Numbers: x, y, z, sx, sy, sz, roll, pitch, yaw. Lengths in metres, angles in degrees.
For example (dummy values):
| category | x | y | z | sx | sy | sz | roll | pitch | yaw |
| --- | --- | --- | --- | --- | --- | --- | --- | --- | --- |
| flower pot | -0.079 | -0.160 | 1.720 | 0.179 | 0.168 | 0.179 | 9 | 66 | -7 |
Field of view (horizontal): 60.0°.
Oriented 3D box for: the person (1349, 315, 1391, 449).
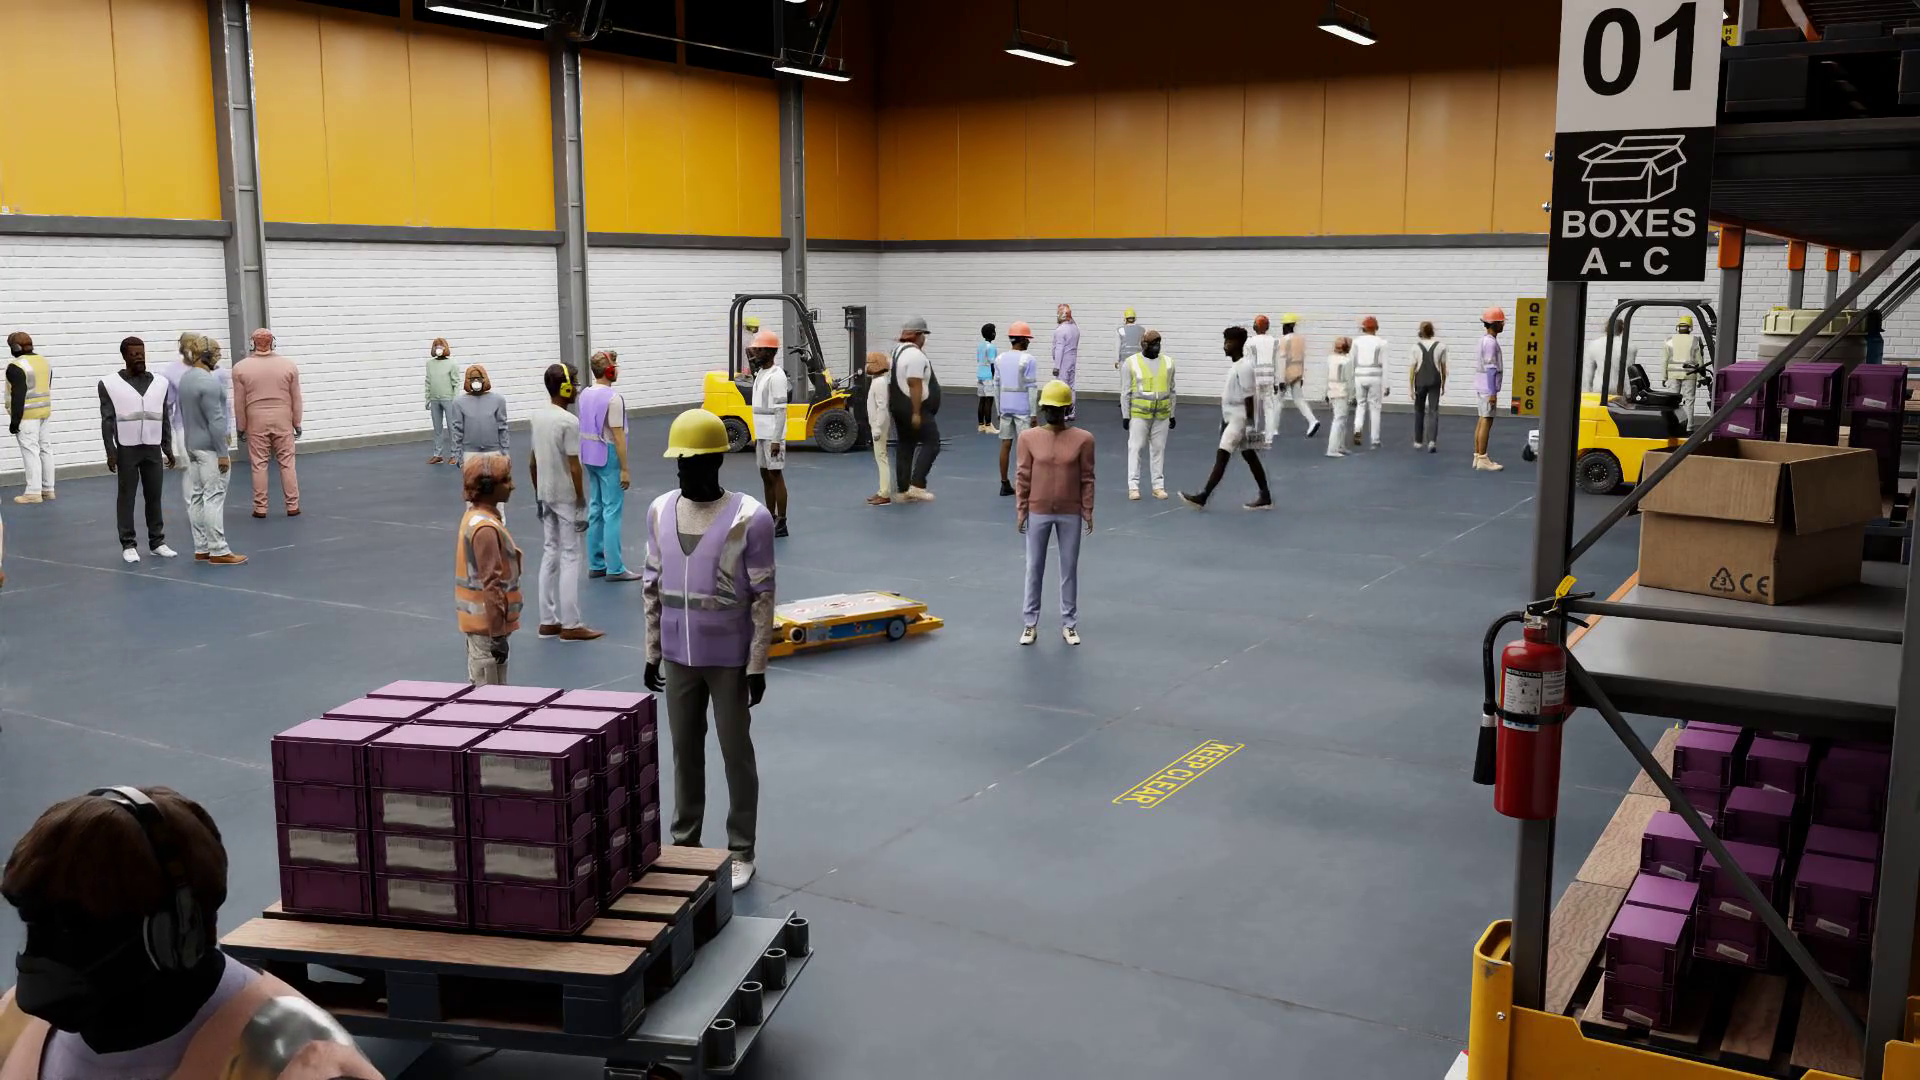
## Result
| category | x | y | z | sx | sy | sz | roll | pitch | yaw |
| --- | --- | --- | --- | --- | --- | --- | --- | --- | --- |
| person | 5.702 | -2.189 | 23.205 | 0.627 | 1.876 | 0.480 | 6 | 11 | 32 |

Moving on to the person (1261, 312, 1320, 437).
| category | x | y | z | sx | sy | sz | roll | pitch | yaw |
| --- | --- | --- | --- | --- | --- | --- | --- | --- | --- |
| person | 5.007 | -2.496 | 25.079 | 0.598 | 1.894 | 0.923 | -7 | 12 | -39 |

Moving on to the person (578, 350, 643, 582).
| category | x | y | z | sx | sy | sz | roll | pitch | yaw |
| --- | --- | --- | --- | --- | --- | --- | --- | --- | --- |
| person | -2.833 | -0.587 | 13.277 | 0.386 | 1.849 | 0.567 | -8 | 12 | -43 |

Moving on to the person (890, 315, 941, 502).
| category | x | y | z | sx | sy | sz | roll | pitch | yaw |
| --- | --- | --- | --- | --- | --- | --- | --- | --- | --- |
| person | -0.481 | -1.408 | 17.809 | 0.542 | 2.000 | 0.708 | -3 | 10 | -21 |

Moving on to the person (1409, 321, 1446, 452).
| category | x | y | z | sx | sy | sz | roll | pitch | yaw |
| --- | --- | --- | --- | --- | --- | --- | --- | --- | --- |
| person | 6.477 | -2.124 | 23.069 | 0.531 | 1.808 | 0.917 | 2 | 9 | 11 |

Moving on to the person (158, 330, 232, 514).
| category | x | y | z | sx | sy | sz | roll | pitch | yaw |
| --- | --- | --- | --- | --- | --- | --- | --- | --- | --- |
| person | -7.301 | -1.045 | 15.907 | 0.632 | 1.926 | 0.517 | -6 | 11 | -33 |

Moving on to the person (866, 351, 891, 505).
| category | x | y | z | sx | sy | sz | roll | pitch | yaw |
| --- | --- | --- | --- | --- | --- | --- | --- | --- | --- |
| person | -0.872 | -1.186 | 17.692 | 0.265 | 1.632 | 0.508 | -1 | 9 | -3 |

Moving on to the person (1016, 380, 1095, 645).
| category | x | y | z | sx | sy | sz | roll | pitch | yaw |
| --- | --- | --- | --- | --- | --- | --- | --- | --- | --- |
| person | 0.631 | -0.177 | 10.987 | 0.526 | 1.765 | 0.329 | 0 | 9 | 1 |

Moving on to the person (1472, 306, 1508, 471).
| category | x | y | z | sx | sy | sz | roll | pitch | yaw |
| --- | --- | --- | --- | --- | --- | --- | --- | --- | --- |
| person | 6.624 | -1.885 | 20.767 | 0.361 | 2.047 | 0.614 | 1 | 9 | 9 |

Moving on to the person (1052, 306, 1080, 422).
| category | x | y | z | sx | sy | sz | roll | pitch | yaw |
| --- | --- | --- | --- | --- | --- | --- | --- | --- | --- |
| person | 1.720 | -2.911 | 27.594 | 0.409 | 1.912 | 0.648 | 5 | 11 | 31 |

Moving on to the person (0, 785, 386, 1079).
| category | x | y | z | sx | sy | sz | roll | pitch | yaw |
| --- | --- | --- | --- | --- | --- | --- | --- | --- | --- |
| person | -1.002 | 1.204 | 2.127 | 0.624 | 1.845 | 0.430 | 4 | 10 | 23 |

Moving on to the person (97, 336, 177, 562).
| category | x | y | z | sx | sy | sz | roll | pitch | yaw |
| --- | --- | --- | --- | --- | --- | --- | --- | --- | --- |
| person | -7.055 | -0.784 | 14.286 | 0.392 | 1.922 | 0.591 | 7 | 11 | 37 |

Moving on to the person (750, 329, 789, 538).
| category | x | y | z | sx | sy | sz | roll | pitch | yaw |
| --- | --- | --- | --- | --- | --- | --- | --- | --- | --- |
| person | -1.792 | -0.989 | 15.501 | 0.344 | 1.942 | 0.548 | -5 | 10 | -27 |

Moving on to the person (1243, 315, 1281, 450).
| category | x | y | z | sx | sy | sz | roll | pitch | yaw |
| --- | --- | --- | --- | --- | --- | --- | --- | --- | --- |
| person | 4.186 | -2.192 | 23.189 | 0.574 | 1.884 | 0.356 | -2 | 9 | -13 |

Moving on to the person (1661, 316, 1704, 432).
| category | x | y | z | sx | sy | sz | roll | pitch | yaw |
| --- | --- | --- | --- | --- | --- | --- | --- | --- | --- |
| person | 10.916 | -2.472 | 25.129 | 0.588 | 1.824 | 0.403 | 6 | 11 | 32 |

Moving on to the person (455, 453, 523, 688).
| category | x | y | z | sx | sy | sz | roll | pitch | yaw |
| --- | --- | --- | --- | --- | --- | --- | --- | --- | --- |
| person | -2.167 | 0.415 | 7.688 | 0.308 | 1.636 | 0.524 | -4 | 10 | -21 |

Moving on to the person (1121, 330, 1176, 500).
| category | x | y | z | sx | sy | sz | roll | pitch | yaw |
| --- | --- | --- | --- | --- | --- | --- | --- | --- | --- |
| person | 2.065 | -1.357 | 18.108 | 0.637 | 1.840 | 0.429 | -2 | 9 | -14 |

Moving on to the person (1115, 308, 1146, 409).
| category | x | y | z | sx | sy | sz | roll | pitch | yaw |
| --- | --- | --- | --- | --- | --- | --- | --- | --- | --- |
| person | 3.087 | -3.296 | 30.229 | 0.590 | 1.836 | 0.404 | -2 | 9 | -11 |

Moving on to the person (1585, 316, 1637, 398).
| category | x | y | z | sx | sy | sz | roll | pitch | yaw |
| --- | --- | --- | --- | --- | --- | --- | --- | --- | --- |
| person | 8.470 | -1.969 | 21.728 | 0.632 | 1.912 | 0.761 | 7 | 11 | 37 |

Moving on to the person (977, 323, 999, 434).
| category | x | y | z | sx | sy | sz | roll | pitch | yaw |
| --- | --- | --- | --- | --- | --- | --- | --- | --- | --- |
| person | 0.433 | -2.469 | 25.501 | 0.319 | 1.697 | 0.533 | -4 | 10 | -22 |

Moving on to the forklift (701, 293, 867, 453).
| category | x | y | z | sx | sy | sz | roll | pitch | yaw |
| --- | --- | --- | --- | --- | --- | --- | --- | --- | --- |
| forklift | -2.458 | -2.344 | 23.176 | 2.313 | 2.155 | 1.214 | 0 | 9 | -2 |

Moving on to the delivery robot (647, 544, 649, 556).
| category | x | y | z | sx | sy | sz | roll | pitch | yaw |
| --- | --- | --- | --- | --- | --- | --- | --- | --- | --- |
| delivery robot | -2.024 | 0.108 | 12.678 | 0.707 | 0.478 | 0.477 | -1 | 9 | -5 |

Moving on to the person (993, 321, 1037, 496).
| category | x | y | z | sx | sy | sz | roll | pitch | yaw |
| --- | --- | --- | --- | --- | --- | --- | --- | --- | --- |
| person | 0.629 | -1.436 | 18.318 | 0.547 | 1.934 | 0.376 | 7 | 11 | 37 |

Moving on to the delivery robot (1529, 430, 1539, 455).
| category | x | y | z | sx | sy | sz | roll | pitch | yaw |
| --- | --- | --- | --- | --- | --- | --- | --- | --- | --- |
| delivery robot | 7.751 | -1.332 | 21.666 | 0.707 | 0.478 | 0.477 | -6 | 11 | -33 |

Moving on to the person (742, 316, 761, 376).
| category | x | y | z | sx | sy | sz | roll | pitch | yaw |
| --- | --- | --- | --- | --- | --- | --- | --- | --- | --- |
| person | -3.477 | -2.866 | 27.824 | 0.359 | 1.753 | 0.526 | 1 | 9 | 9 |

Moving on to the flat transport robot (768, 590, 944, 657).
| category | x | y | z | sx | sy | sz | roll | pitch | yaw |
| --- | --- | --- | --- | --- | --- | --- | --- | --- | --- |
| flat transport robot | -0.869 | 0.540 | 11.157 | 1.431 | 0.197 | 0.652 | -7 | 11 | -37 |

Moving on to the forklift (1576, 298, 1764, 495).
| category | x | y | z | sx | sy | sz | roll | pitch | yaw |
| --- | --- | --- | --- | --- | --- | --- | --- | --- | --- |
| forklift | 7.954 | -1.589 | 18.462 | 2.313 | 2.155 | 1.214 | 5 | 11 | 30 |

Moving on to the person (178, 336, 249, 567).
| category | x | y | z | sx | sy | sz | roll | pitch | yaw |
| --- | --- | --- | --- | --- | --- | --- | --- | --- | --- |
| person | -6.313 | -0.742 | 13.983 | 0.629 | 1.936 | 0.373 | 8 | 12 | 43 |

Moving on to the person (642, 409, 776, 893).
| category | x | y | z | sx | sy | sz | roll | pitch | yaw |
| --- | --- | --- | --- | --- | --- | --- | --- | --- | --- |
| person | -1.013 | 0.439 | 6.636 | 0.586 | 1.928 | 0.365 | 4 | 10 | 22 |

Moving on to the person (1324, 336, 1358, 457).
| category | x | y | z | sx | sy | sz | roll | pitch | yaw |
| --- | --- | --- | --- | --- | --- | --- | --- | --- | --- |
| person | 5.158 | -1.910 | 22.254 | 0.605 | 1.614 | 0.539 | -3 | 10 | -20 |

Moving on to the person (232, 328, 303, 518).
| category | x | y | z | sx | sy | sz | roll | pitch | yaw |
| --- | --- | --- | --- | --- | --- | --- | --- | --- | --- |
| person | -6.957 | -1.171 | 16.748 | 0.643 | 1.908 | 0.410 | -4 | 10 | -26 |

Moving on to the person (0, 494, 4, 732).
| category | x | y | z | sx | sy | sz | roll | pitch | yaw |
| --- | --- | --- | --- | --- | --- | --- | --- | --- | --- |
| person | -5.348 | 0.092 | 8.761 | 0.551 | 1.940 | 0.352 | -3 | 10 | -20 |

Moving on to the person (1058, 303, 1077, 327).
| category | x | y | z | sx | sy | sz | roll | pitch | yaw |
| --- | --- | --- | --- | --- | --- | --- | --- | --- | --- |
| person | 1.931 | -3.428 | 30.849 | 0.410 | 1.905 | 0.640 | 3 | 9 | 16 |

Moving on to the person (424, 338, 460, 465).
| category | x | y | z | sx | sy | sz | roll | pitch | yaw |
| --- | --- | --- | --- | --- | --- | --- | --- | --- | --- |
| person | -6.672 | -1.786 | 21.430 | 0.498 | 1.634 | 0.286 | 3 | 9 | 16 |

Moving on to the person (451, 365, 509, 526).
| category | x | y | z | sx | sy | sz | roll | pitch | yaw |
| --- | --- | --- | --- | --- | --- | --- | --- | --- | --- |
| person | -4.410 | -0.802 | 15.325 | 0.503 | 1.626 | 0.282 | -3 | 10 | -18 |

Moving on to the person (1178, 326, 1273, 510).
| category | x | y | z | sx | sy | sz | roll | pitch | yaw |
| --- | --- | --- | --- | --- | --- | --- | --- | --- | --- |
| person | 2.788 | -1.244 | 17.156 | 1.019 | 1.910 | 0.628 | 0 | 9 | 2 |

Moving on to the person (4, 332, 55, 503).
| category | x | y | z | sx | sy | sz | roll | pitch | yaw |
| --- | --- | --- | --- | --- | --- | --- | --- | --- | --- |
| person | -10.017 | -1.317 | 17.882 | 0.429 | 1.838 | 0.621 | 0 | 9 | 1 |

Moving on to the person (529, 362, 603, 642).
| category | x | y | z | sx | sy | sz | roll | pitch | yaw |
| --- | --- | --- | --- | --- | --- | --- | --- | --- | --- |
| person | -2.665 | -0.252 | 11.137 | 0.532 | 1.865 | 0.311 | 8 | 12 | 41 |
